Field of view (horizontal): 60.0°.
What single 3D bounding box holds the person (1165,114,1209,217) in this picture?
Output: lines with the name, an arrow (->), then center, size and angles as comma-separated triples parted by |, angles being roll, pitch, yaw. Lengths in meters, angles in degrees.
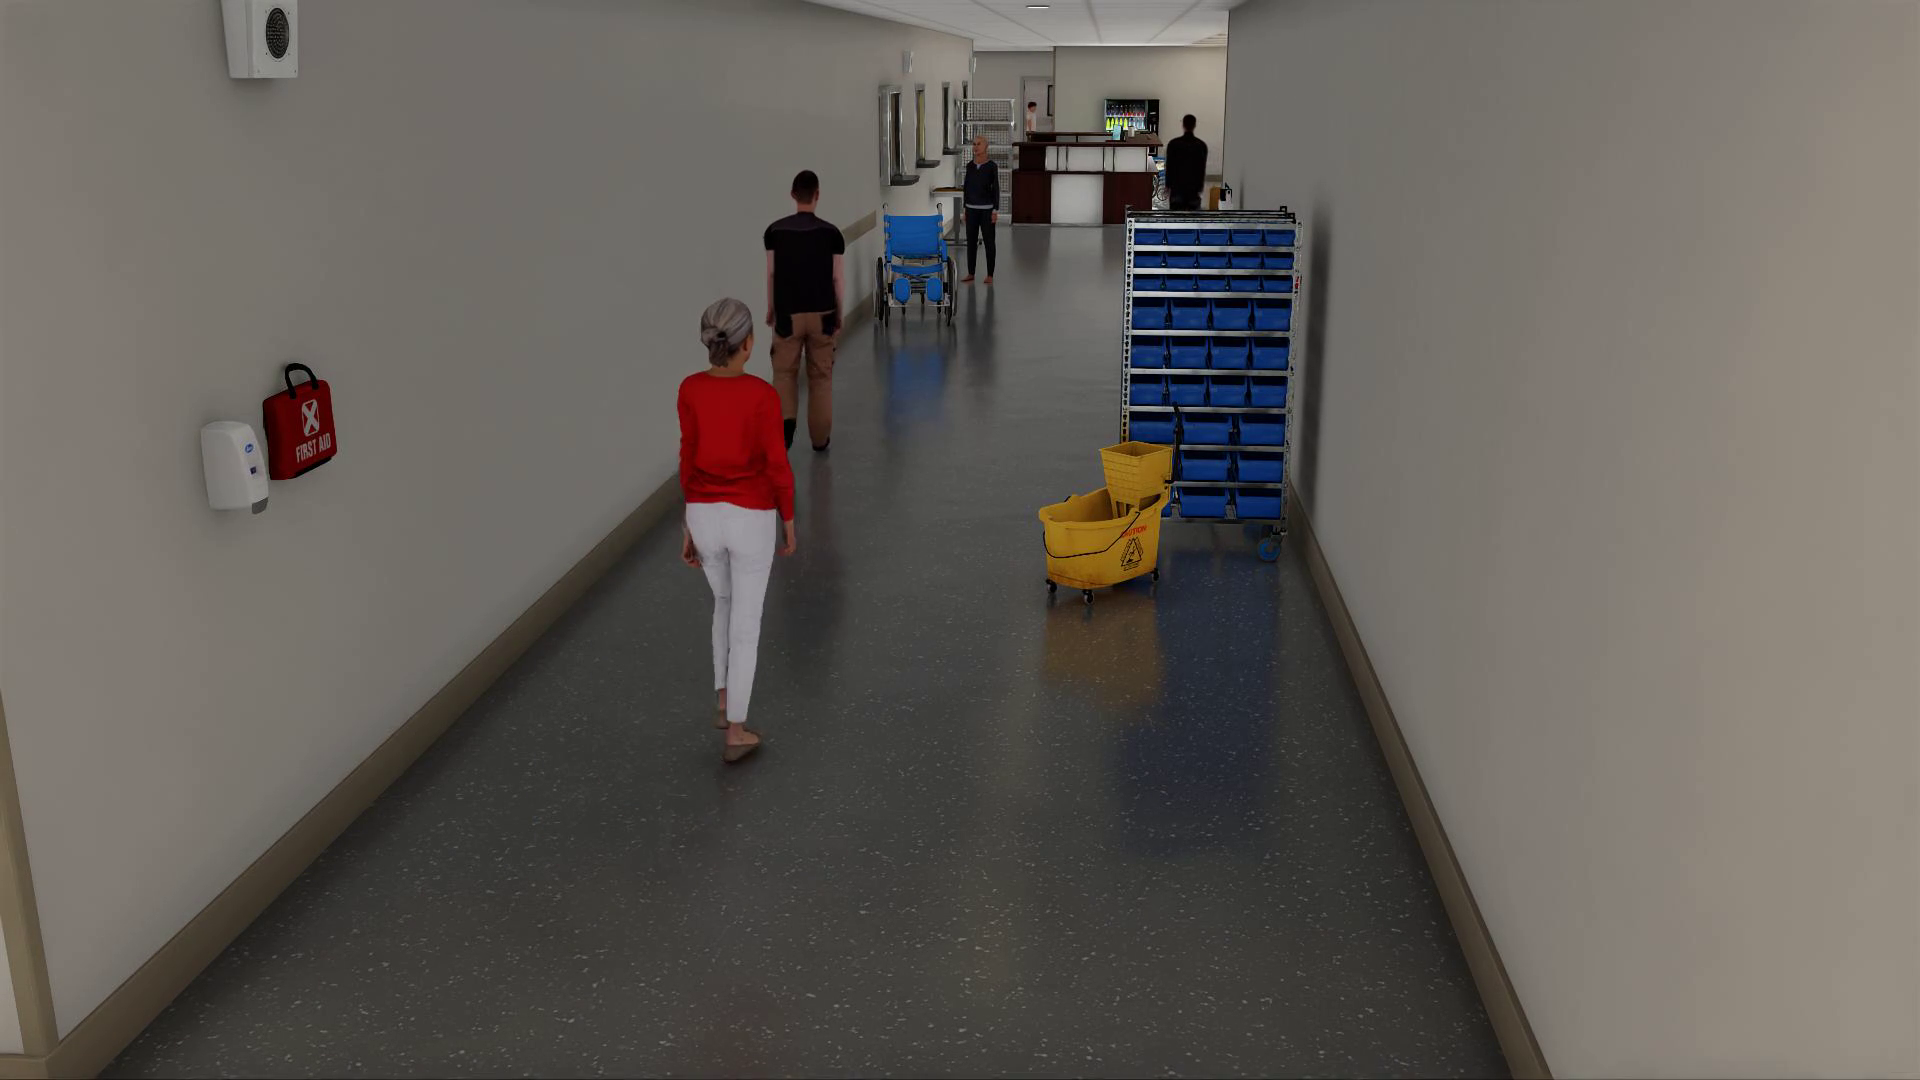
person -> 2.928, -4.544, 21.645 | 1.132, 1.876, 0.743 | 1, 16, 5

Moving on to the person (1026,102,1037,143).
person -> 1.928, -11.010, 44.985 | 0.628, 1.655, 0.631 | 7, 17, 23

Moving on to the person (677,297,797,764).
person -> -0.834, -0.001, 5.884 | 0.576, 1.683, 0.668 | 4, 16, 15

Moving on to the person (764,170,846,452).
person -> -1.020, -1.444, 10.731 | 0.883, 1.830, 0.793 | 0, 16, 0

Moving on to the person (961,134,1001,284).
person -> 0.246, -3.960, 19.849 | 0.576, 1.726, 0.737 | 7, 17, 24
